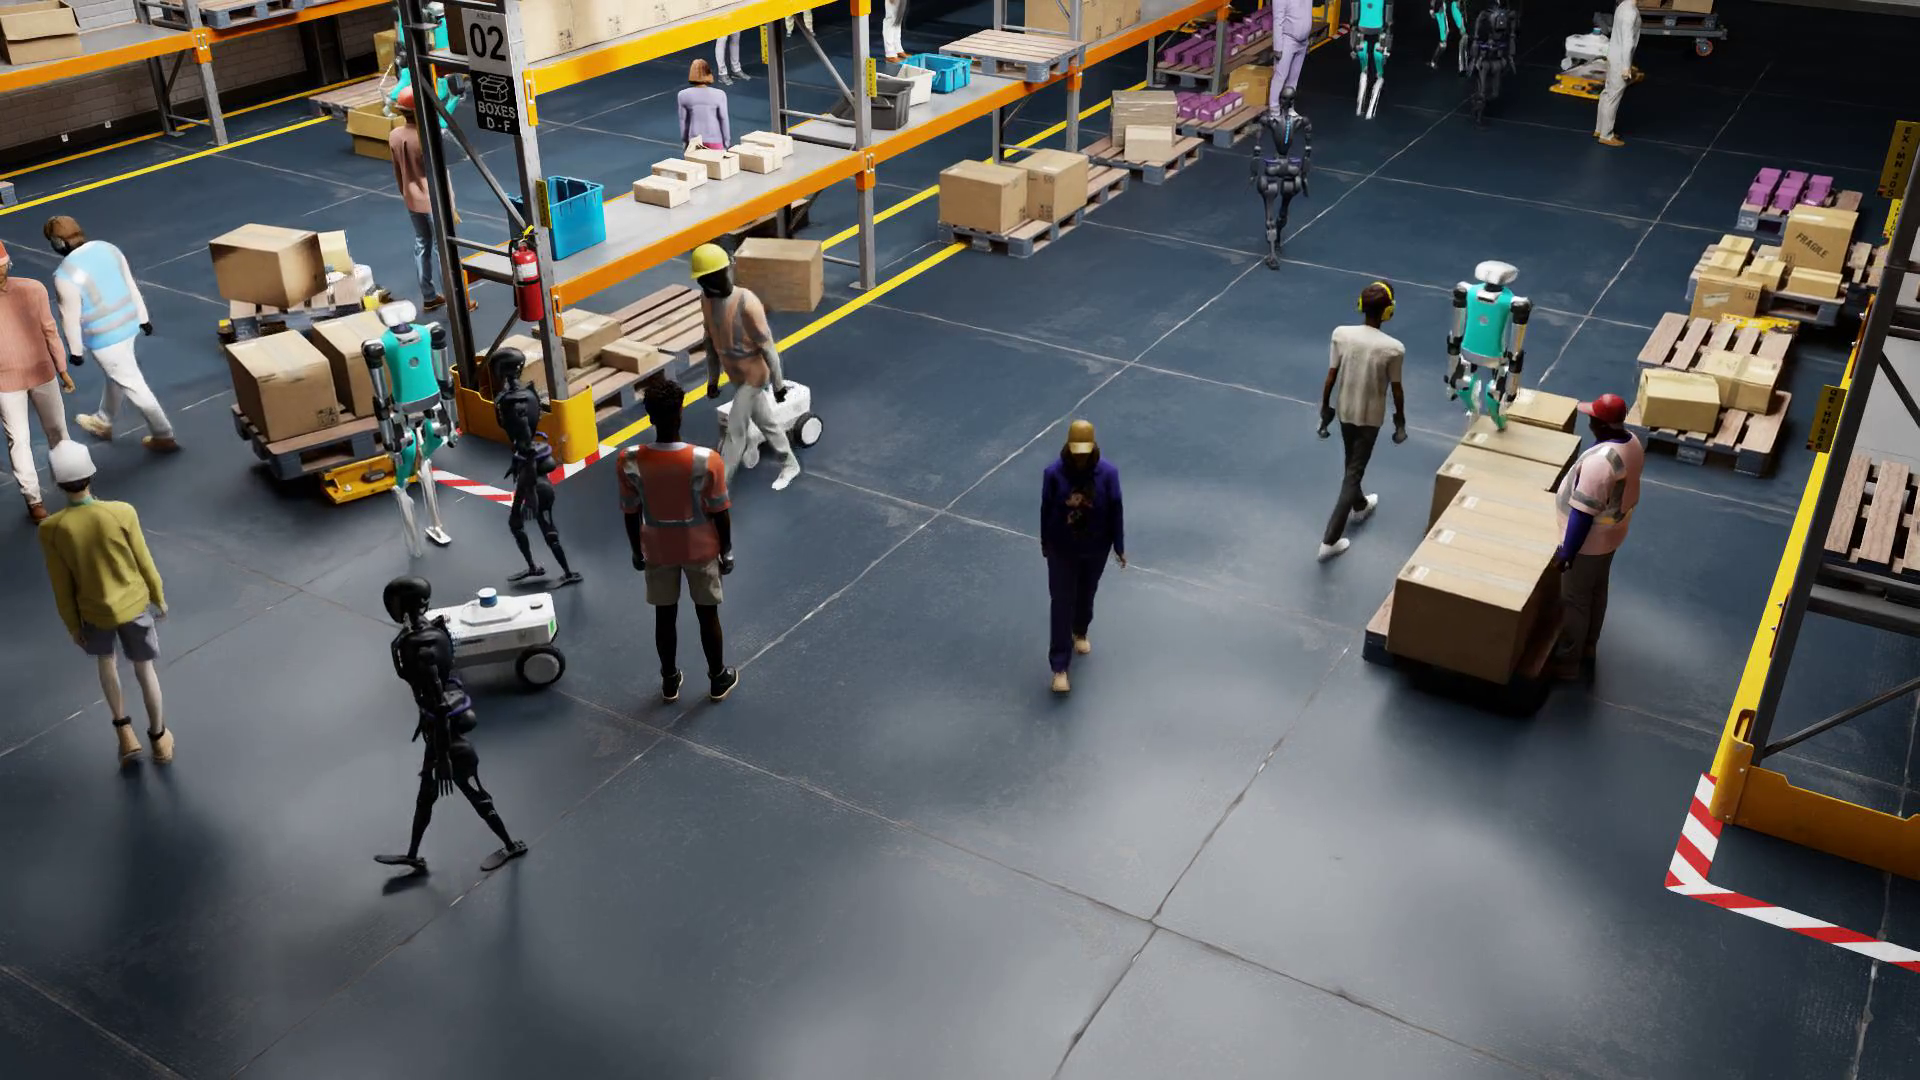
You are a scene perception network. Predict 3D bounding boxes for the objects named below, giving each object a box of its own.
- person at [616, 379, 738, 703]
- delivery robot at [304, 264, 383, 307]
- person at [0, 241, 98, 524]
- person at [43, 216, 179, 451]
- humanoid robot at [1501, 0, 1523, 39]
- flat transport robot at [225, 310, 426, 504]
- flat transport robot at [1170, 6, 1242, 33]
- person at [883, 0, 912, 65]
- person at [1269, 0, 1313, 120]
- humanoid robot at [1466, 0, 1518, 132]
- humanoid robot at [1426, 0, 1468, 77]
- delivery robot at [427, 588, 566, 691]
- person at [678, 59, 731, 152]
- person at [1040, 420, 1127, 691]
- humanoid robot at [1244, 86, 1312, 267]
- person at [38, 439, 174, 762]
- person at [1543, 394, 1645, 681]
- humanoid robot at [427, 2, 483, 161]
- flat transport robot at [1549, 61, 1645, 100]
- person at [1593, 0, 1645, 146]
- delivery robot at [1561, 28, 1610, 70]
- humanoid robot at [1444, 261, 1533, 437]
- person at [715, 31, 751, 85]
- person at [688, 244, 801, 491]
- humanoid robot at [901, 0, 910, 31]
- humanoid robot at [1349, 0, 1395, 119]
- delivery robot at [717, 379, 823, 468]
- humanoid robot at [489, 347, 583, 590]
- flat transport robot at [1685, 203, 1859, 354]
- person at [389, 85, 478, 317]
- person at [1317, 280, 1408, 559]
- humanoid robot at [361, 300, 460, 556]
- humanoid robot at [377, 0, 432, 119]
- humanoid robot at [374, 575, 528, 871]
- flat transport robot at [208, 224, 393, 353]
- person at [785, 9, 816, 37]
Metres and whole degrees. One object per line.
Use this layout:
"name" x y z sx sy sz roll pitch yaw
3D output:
"person" -1.538 0.030 9.166 0.601 1.966 0.369 1 29 2
"delivery robot" -5.391 -2.129 14.426 0.499 0.603 0.794 8 30 13
"person" -6.263 -1.086 11.113 0.377 1.995 0.610 24 37 36
"person" -6.234 -1.487 12.024 0.873 1.790 0.660 4 30 7
"humanoid robot" 7.888 -7.965 23.609 0.587 1.643 0.413 6 30 10
"flat transport robot" -4.495 -0.679 12.143 0.659 0.231 1.431 -21 35 -32
"flat transport robot" 3.586 -7.723 24.603 0.659 0.231 1.431 17 34 27
"person" -0.848 -7.401 22.339 0.373 1.940 0.627 10 31 17
"person" 3.932 -5.868 19.660 0.641 1.908 0.413 -25 38 -37
"humanoid robot" 6.228 -5.704 19.608 0.597 1.637 0.588 -7 30 -12
"humanoid robot" 6.494 -6.957 21.777 0.533 1.786 0.962 -4 30 -8
"delivery robot" -2.683 0.563 9.675 0.812 0.614 0.499 -9 31 -15
"person" -2.530 -3.952 16.552 0.498 1.629 0.288 2 30 4
"person" 0.702 0.073 9.465 0.477 1.587 0.807 -2 30 -3
"humanoid robot" 2.995 -3.432 15.635 0.612 1.623 0.785 -2 30 -4
"person" -4.416 0.352 8.692 0.494 1.878 0.445 -12 31 -20
"person" 3.581 -0.025 9.492 0.418 1.747 0.599 22 36 34
"humanoid robot" -5.782 -4.974 18.265 0.881 1.787 0.550 -25 38 -37
"flat transport robot" 8.233 -5.940 21.450 0.659 0.231 1.431 24 37 36
"person" 7.564 -5.484 18.992 0.360 1.896 0.563 5 30 8
"delivery robot" 8.451 -6.510 22.162 0.790 0.589 0.499 24 37 36
"humanoid robot" 3.645 -1.090 11.417 0.530 1.816 0.730 23 37 34
"person" -3.000 -6.897 21.434 0.421 1.950 0.499 22 36 33
"person" -1.513 -1.127 11.330 0.976 1.856 0.595 -20 35 -32
"humanoid robot" -0.816 -8.248 24.109 0.609 1.632 0.425 -4 30 -7
"humanoid robot" 4.963 -5.934 19.994 0.547 1.813 0.741 14 32 23
"delivery robot" -1.429 -0.908 12.251 0.499 0.589 0.790 23 37 35
"humanoid robot" -2.641 -0.425 10.270 0.440 1.646 0.603 -11 31 -19
"flat transport robot" 6.984 -1.991 14.464 0.659 0.231 1.431 16 33 27
"person" -4.573 -2.910 14.338 0.610 1.995 0.377 16 33 27
"person" 2.640 -0.814 10.806 0.527 1.819 0.902 23 37 34
"humanoid robot" -3.571 -0.737 10.777 0.542 1.823 0.678 -23 36 -34
"humanoid robot" -6.260 -5.163 18.681 0.550 1.854 0.824 16 33 25
"humanoid robot" -2.527 0.916 7.913 0.713 1.627 0.601 -14 33 -24
"flat transport robot" -5.596 -1.884 14.274 1.431 0.231 0.659 -11 31 -18
"person" -2.313 -8.062 23.713 0.577 1.739 0.381 -7 30 -12
